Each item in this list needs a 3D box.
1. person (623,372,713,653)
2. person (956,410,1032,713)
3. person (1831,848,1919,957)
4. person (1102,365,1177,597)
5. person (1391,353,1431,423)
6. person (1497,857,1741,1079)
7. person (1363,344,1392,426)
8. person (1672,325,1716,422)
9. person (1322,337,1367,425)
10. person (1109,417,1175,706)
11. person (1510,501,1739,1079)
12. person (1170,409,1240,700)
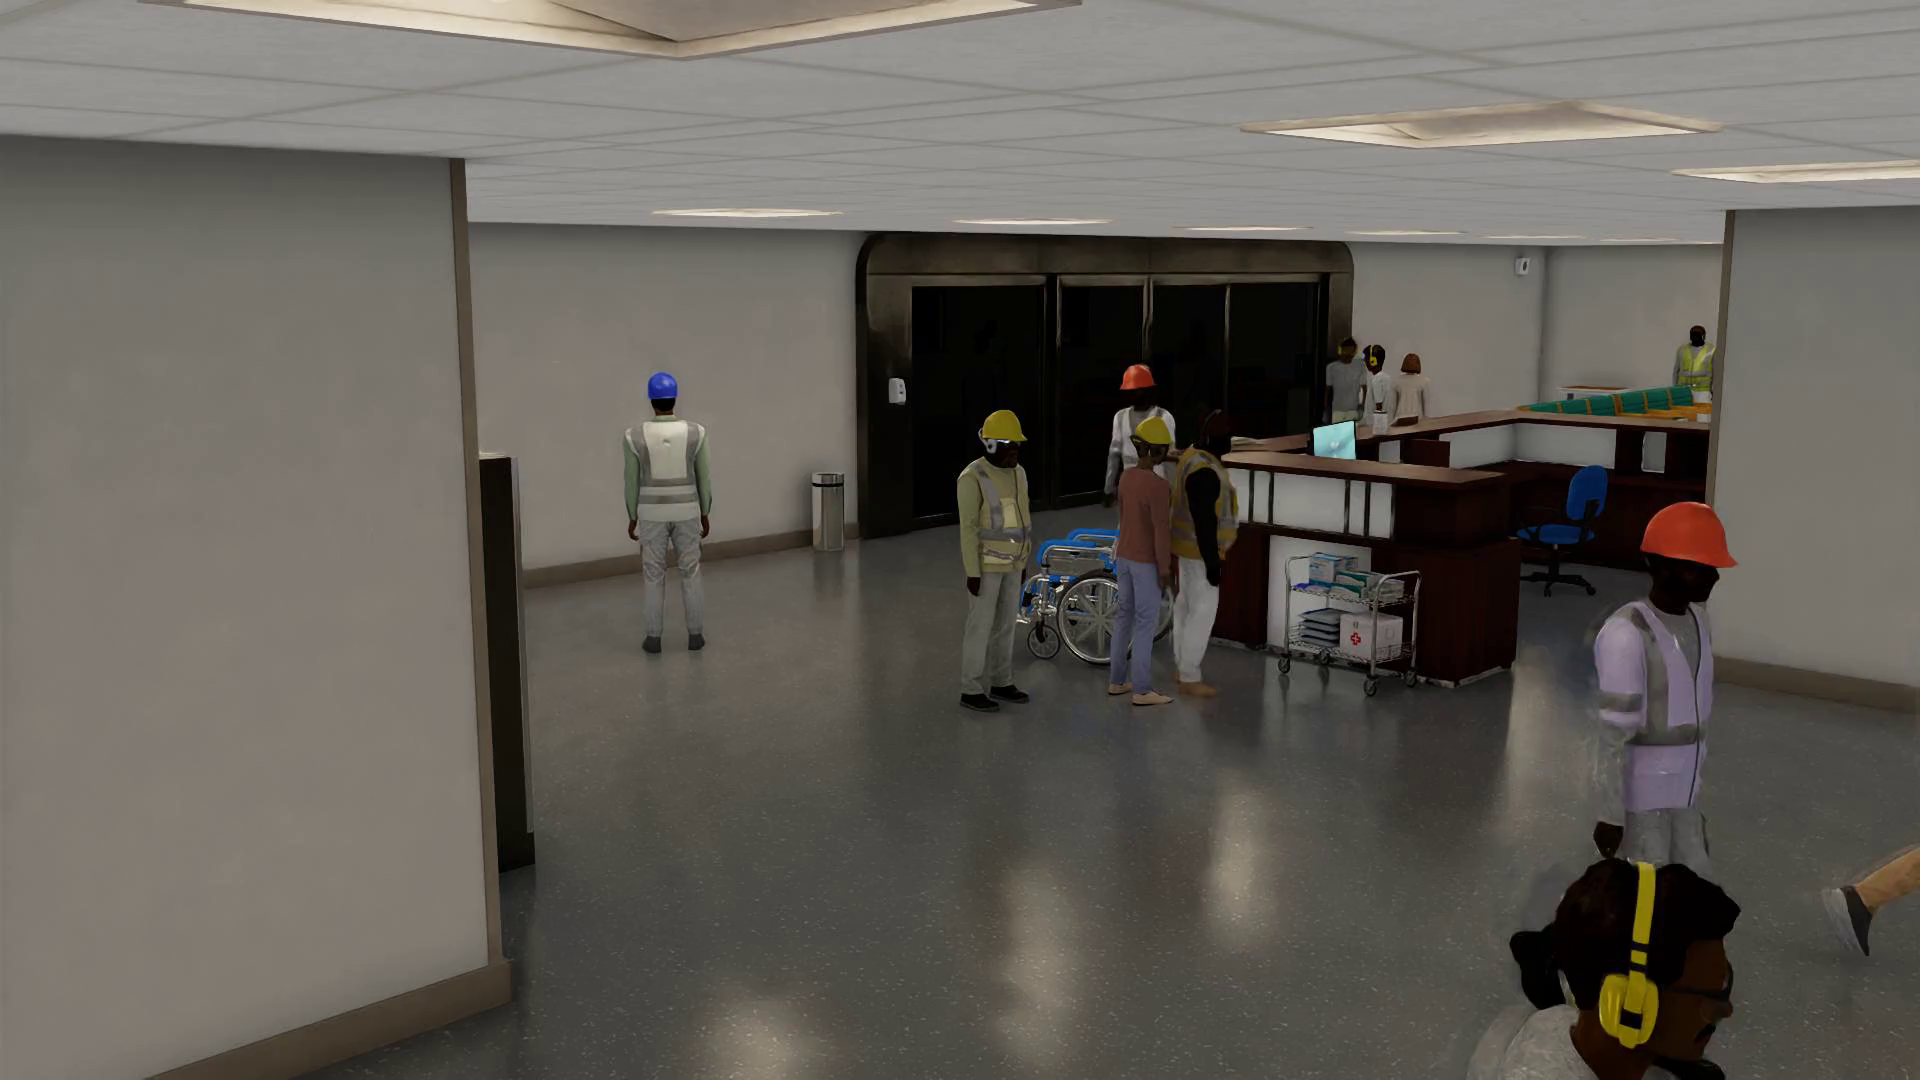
[{"bbox_3d":[-2.018,-0.185,11.518,0.603,1.950,0.380,-2,10,-15],"label":"person"},{"bbox_3d":[0.228,0.125,10.024,0.403,1.825,0.592,7,12,38],"label":"person"},{"bbox_3d":[3.674,0.808,6.097,0.675,1.732,0.569,3,10,19],"label":"person"},{"bbox_3d":[1.368,-0.415,13.082,0.568,1.894,0.903,9,13,42],"label":"person"},{"bbox_3d":[5.484,-1.458,20.298,0.498,1.634,0.281,4,10,22],"label":"person"},{"bbox_3d":[1.003,1.352,2.420,0.836,1.834,0.571,3,10,17],"label":"person"},{"bbox_3d":[4.398,-1.138,17.629,0.333,1.865,0.520,4,10,23],"label":"person"},{"bbox_3d":[10.673,-2.195,24.176,0.635,1.842,0.429,7,12,38],"label":"person"},{"bbox_3d":[4.712,-1.563,20.403,0.523,1.837,0.534,2,9,9],"label":"person"},{"bbox_3d":[1.142,0.127,10.210,0.349,1.758,0.522,-4,10,-25],"label":"person"},{"bbox_3d":[2.248,0.806,5.543,0.559,1.916,0.673,-7,11,-35],"label":"person"},{"bbox_3d":[1.525,0.069,10.445,0.433,1.811,0.763,1,9,4],"label":"person"}]
